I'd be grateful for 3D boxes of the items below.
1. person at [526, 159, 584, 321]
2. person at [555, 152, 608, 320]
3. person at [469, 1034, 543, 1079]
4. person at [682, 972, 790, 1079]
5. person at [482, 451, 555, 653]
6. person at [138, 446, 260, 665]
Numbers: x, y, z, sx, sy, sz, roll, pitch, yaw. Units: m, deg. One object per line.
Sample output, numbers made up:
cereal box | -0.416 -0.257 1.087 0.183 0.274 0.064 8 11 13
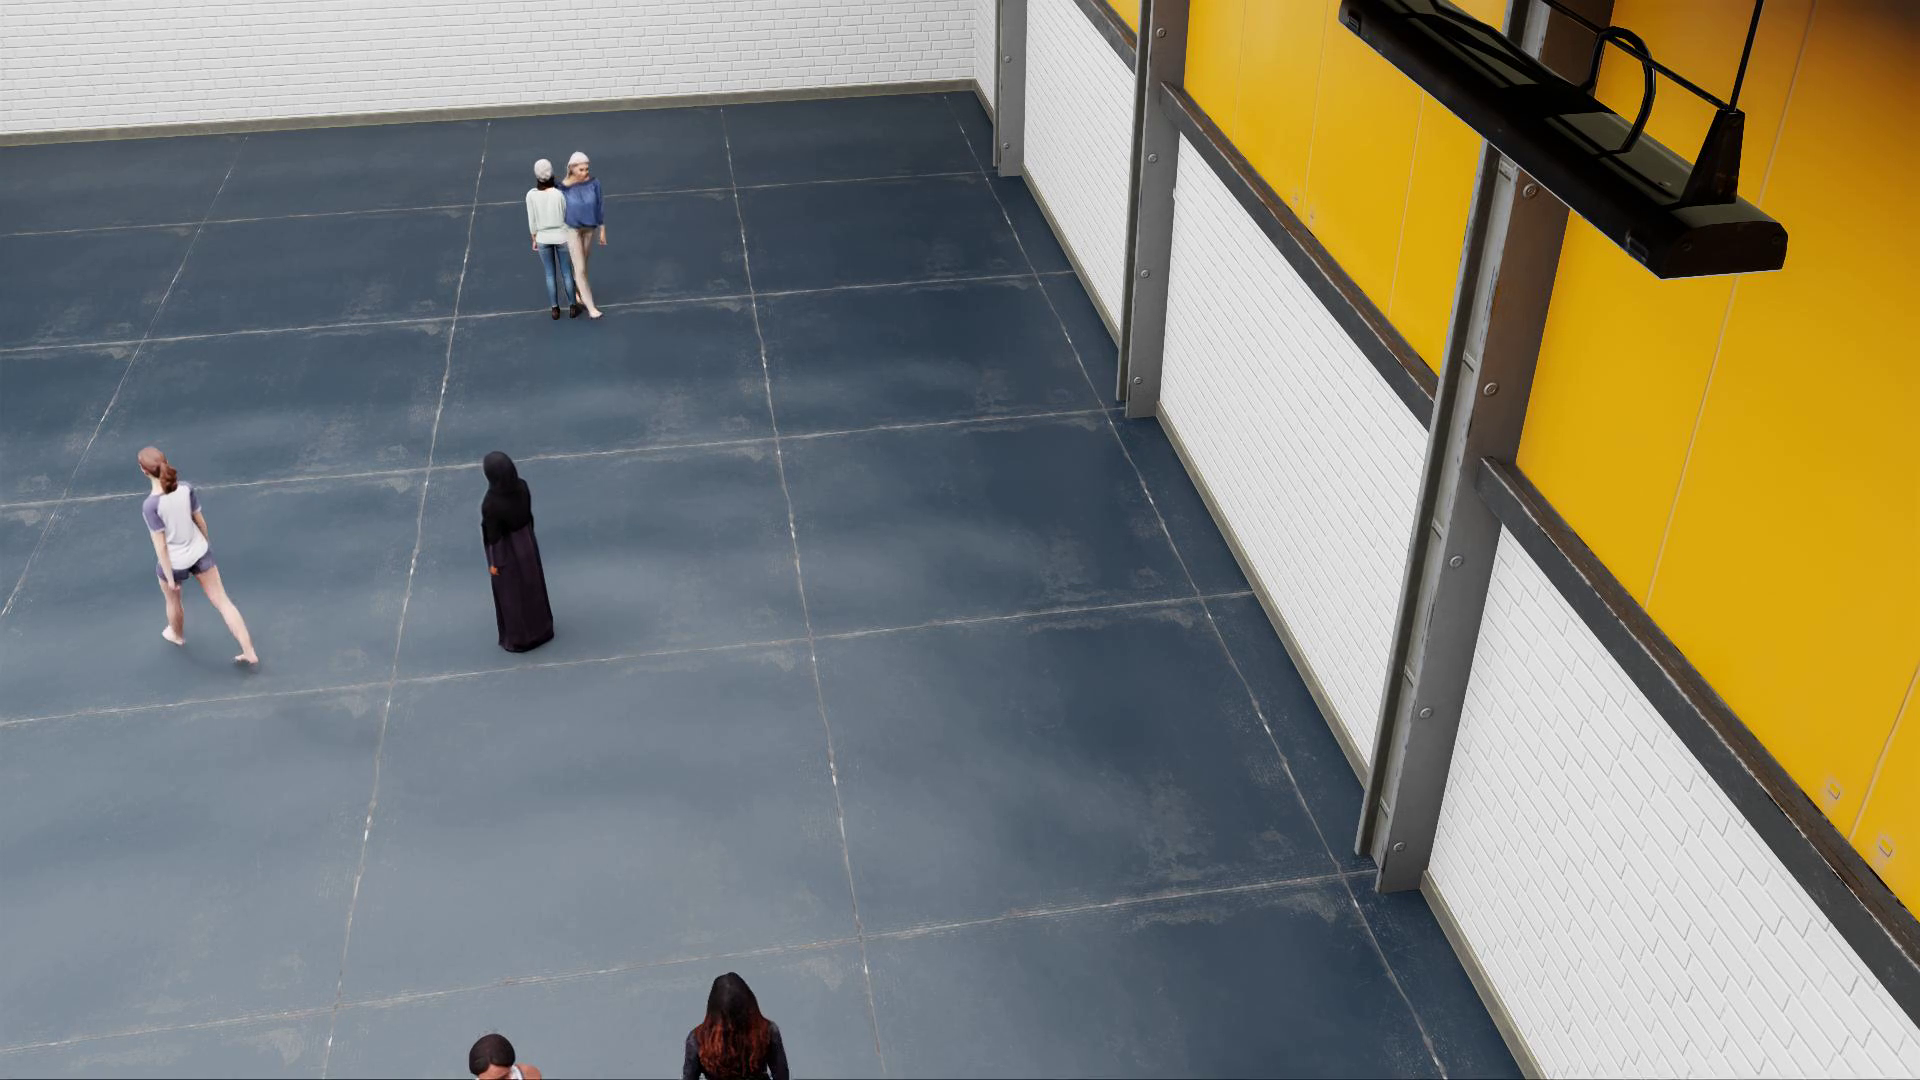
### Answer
person | -4.015 -2.980 16.428 0.585 1.644 0.492 -4 34 -6
person | -3.819 -3.082 16.575 0.951 1.652 1.149 -20 38 -27
person | -2.021 2.845 7.567 0.635 1.753 0.625 -20 38 -27
person | -1.025 2.728 7.863 0.688 1.619 0.673 -11 35 -16
person | -3.196 0.063 11.876 0.767 1.616 0.695 17 37 23
person | -5.345 0.175 11.618 1.170 1.714 1.115 21 39 28
